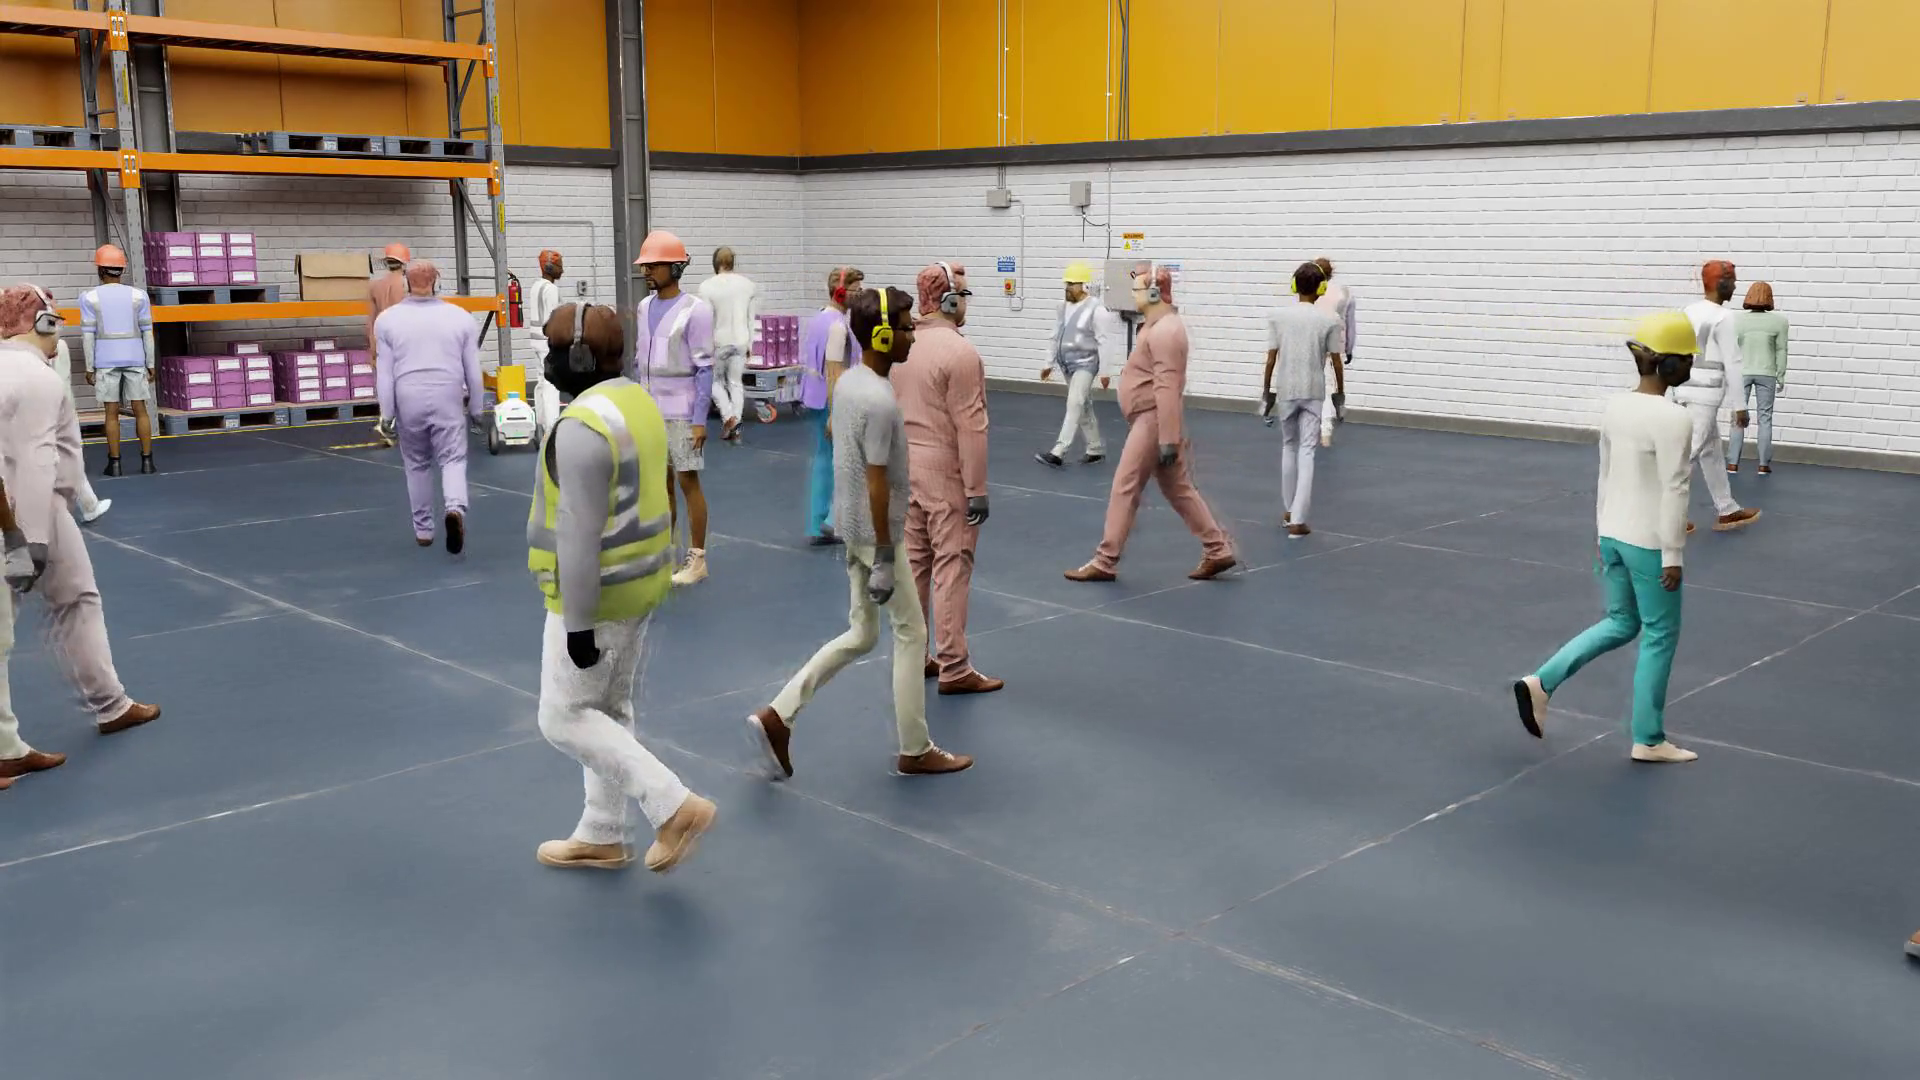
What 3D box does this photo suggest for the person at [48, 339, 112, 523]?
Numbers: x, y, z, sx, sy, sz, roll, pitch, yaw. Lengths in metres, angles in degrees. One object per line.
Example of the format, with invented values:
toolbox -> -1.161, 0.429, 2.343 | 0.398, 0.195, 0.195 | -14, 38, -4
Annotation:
person -> -6.208, -0.844, 11.328 | 0.541, 1.591, 0.831 | 1, 10, 6

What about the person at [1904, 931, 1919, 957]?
person -> 3.157, 0.236, 4.691 | 1.021, 1.890, 0.645 | -7, 12, -32

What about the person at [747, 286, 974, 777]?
person -> -0.368, -0.004, 6.108 | 0.773, 1.848, 0.521 | -4, 11, -23

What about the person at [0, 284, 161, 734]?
person -> -3.679, -0.067, 6.477 | 0.686, 1.844, 0.954 | 6, 12, 31

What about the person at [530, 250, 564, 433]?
person -> -3.924, -1.824, 15.915 | 0.358, 1.885, 0.574 | -6, 12, -30

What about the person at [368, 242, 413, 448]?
person -> -5.445, -1.880, 16.033 | 0.601, 1.961, 0.944 | 4, 11, 20

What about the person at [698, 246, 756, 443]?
person -> -2.243, -1.881, 16.143 | 0.629, 1.925, 0.480 | -8, 13, -37

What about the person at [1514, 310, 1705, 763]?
person -> 2.526, 0.002, 6.350 | 0.598, 1.752, 0.531 | -1, 10, -7

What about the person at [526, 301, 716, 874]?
person -> -1.075, 0.176, 5.169 | 0.546, 1.825, 0.634 | 2, 11, 9

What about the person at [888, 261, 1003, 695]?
person -> -0.072, -0.270, 7.384 | 0.407, 1.908, 0.641 | -8, 13, -37

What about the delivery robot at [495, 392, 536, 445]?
delivery robot -> -4.171, -1.143, 15.577 | 0.477, 0.478, 0.707 | -3, 11, -17

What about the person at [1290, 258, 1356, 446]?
person -> 3.533, -1.843, 16.271 | 0.634, 1.797, 0.916 | 2, 11, 10

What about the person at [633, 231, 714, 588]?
person -> -1.680, -0.744, 9.594 | 0.605, 2.045, 0.377 | 8, 13, 39

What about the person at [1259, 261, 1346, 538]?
person -> 2.360, -0.963, 11.342 | 0.561, 1.839, 0.798 | 4, 11, 23

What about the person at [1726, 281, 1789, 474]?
person -> 6.744, -1.372, 14.136 | 0.498, 1.634, 0.278 | 4, 11, 23

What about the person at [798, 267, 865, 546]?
person -> -0.790, -0.845, 10.766 | 0.486, 1.822, 0.596 | -4, 11, -20

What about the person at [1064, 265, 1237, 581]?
person -> 1.158, -0.666, 9.678 | 0.995, 1.861, 0.660 | 1, 10, 8

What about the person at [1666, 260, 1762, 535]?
person -> 5.130, -0.942, 11.190 | 0.907, 1.847, 0.602 | -1, 10, -3

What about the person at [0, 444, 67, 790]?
person -> -3.575, 0.004, 6.028 | 0.542, 1.857, 0.528 | 7, 13, 34

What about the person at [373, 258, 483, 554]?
person -> -3.376, -0.847, 10.616 | 0.651, 1.883, 0.814 | -3, 11, -18

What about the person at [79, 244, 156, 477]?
person -> -7.087, -1.506, 14.022 | 0.552, 1.942, 0.340 | -7, 13, -35

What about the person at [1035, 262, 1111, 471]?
person -> 0.948, -1.500, 14.408 | 0.907, 1.787, 0.604 | -7, 12, -32
